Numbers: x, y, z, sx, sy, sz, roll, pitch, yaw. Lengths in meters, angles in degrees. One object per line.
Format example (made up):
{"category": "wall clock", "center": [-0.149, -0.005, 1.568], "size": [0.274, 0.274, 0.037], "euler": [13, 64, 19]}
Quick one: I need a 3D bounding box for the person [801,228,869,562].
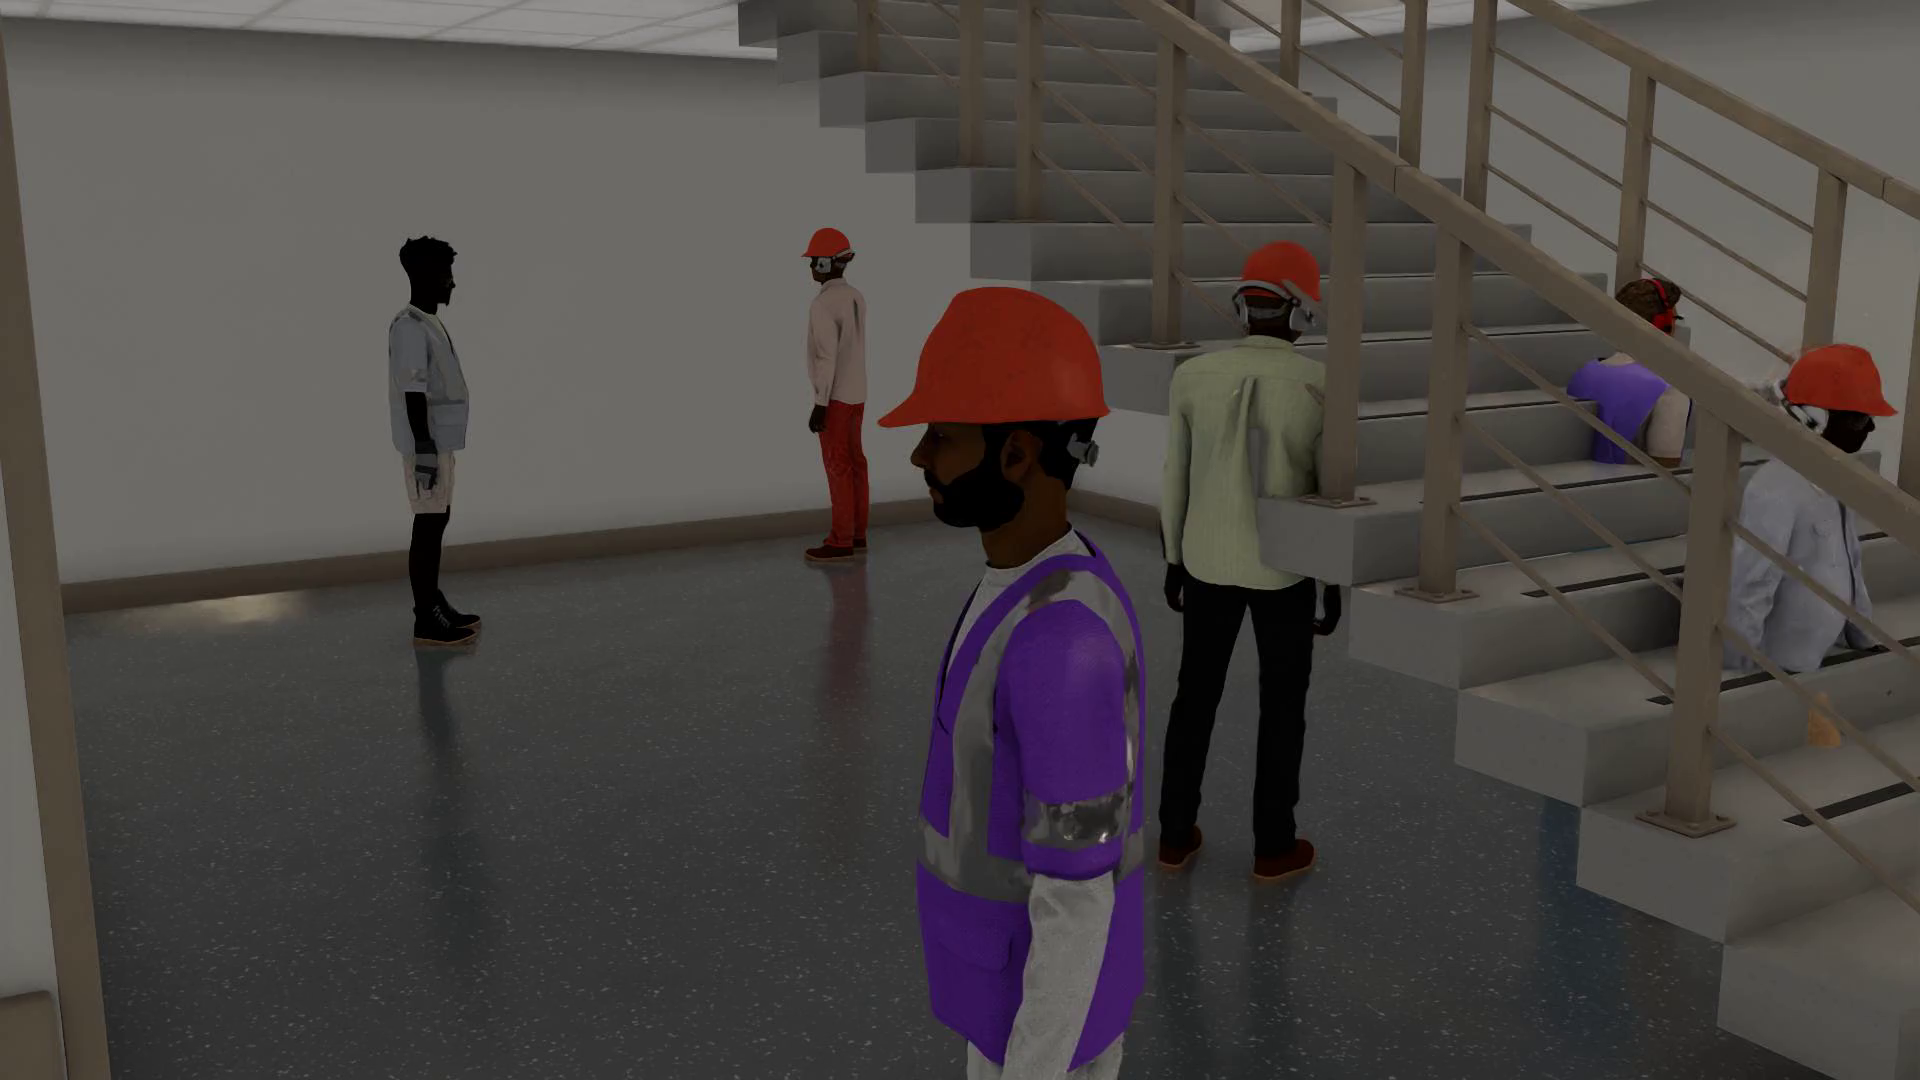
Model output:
{"category": "person", "center": [-0.754, -0.862, 9.989], "size": [0.391, 1.995, 0.613], "euler": [4, 11, 18]}

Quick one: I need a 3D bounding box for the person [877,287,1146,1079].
{"category": "person", "center": [0.071, 0.623, 2.340], "size": [0.363, 1.937, 0.547], "euler": [-1, 11, -4]}

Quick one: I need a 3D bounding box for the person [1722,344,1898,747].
{"category": "person", "center": [2.382, 0.307, 4.644], "size": [0.931, 1.691, 0.557], "euler": [8, 13, 35]}

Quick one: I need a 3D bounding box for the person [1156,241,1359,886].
{"category": "person", "center": [0.912, 0.074, 5.165], "size": [0.620, 1.971, 0.488], "euler": [6, 12, 27]}

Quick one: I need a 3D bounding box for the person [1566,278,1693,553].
{"category": "person", "center": [2.296, 0.010, 5.838], "size": [0.386, 1.838, 0.565], "euler": [-3, 11, -14]}

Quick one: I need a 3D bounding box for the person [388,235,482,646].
{"category": "person", "center": [-2.551, -0.476, 8.041], "size": [0.361, 1.963, 0.614], "euler": [-2, 11, -10]}
